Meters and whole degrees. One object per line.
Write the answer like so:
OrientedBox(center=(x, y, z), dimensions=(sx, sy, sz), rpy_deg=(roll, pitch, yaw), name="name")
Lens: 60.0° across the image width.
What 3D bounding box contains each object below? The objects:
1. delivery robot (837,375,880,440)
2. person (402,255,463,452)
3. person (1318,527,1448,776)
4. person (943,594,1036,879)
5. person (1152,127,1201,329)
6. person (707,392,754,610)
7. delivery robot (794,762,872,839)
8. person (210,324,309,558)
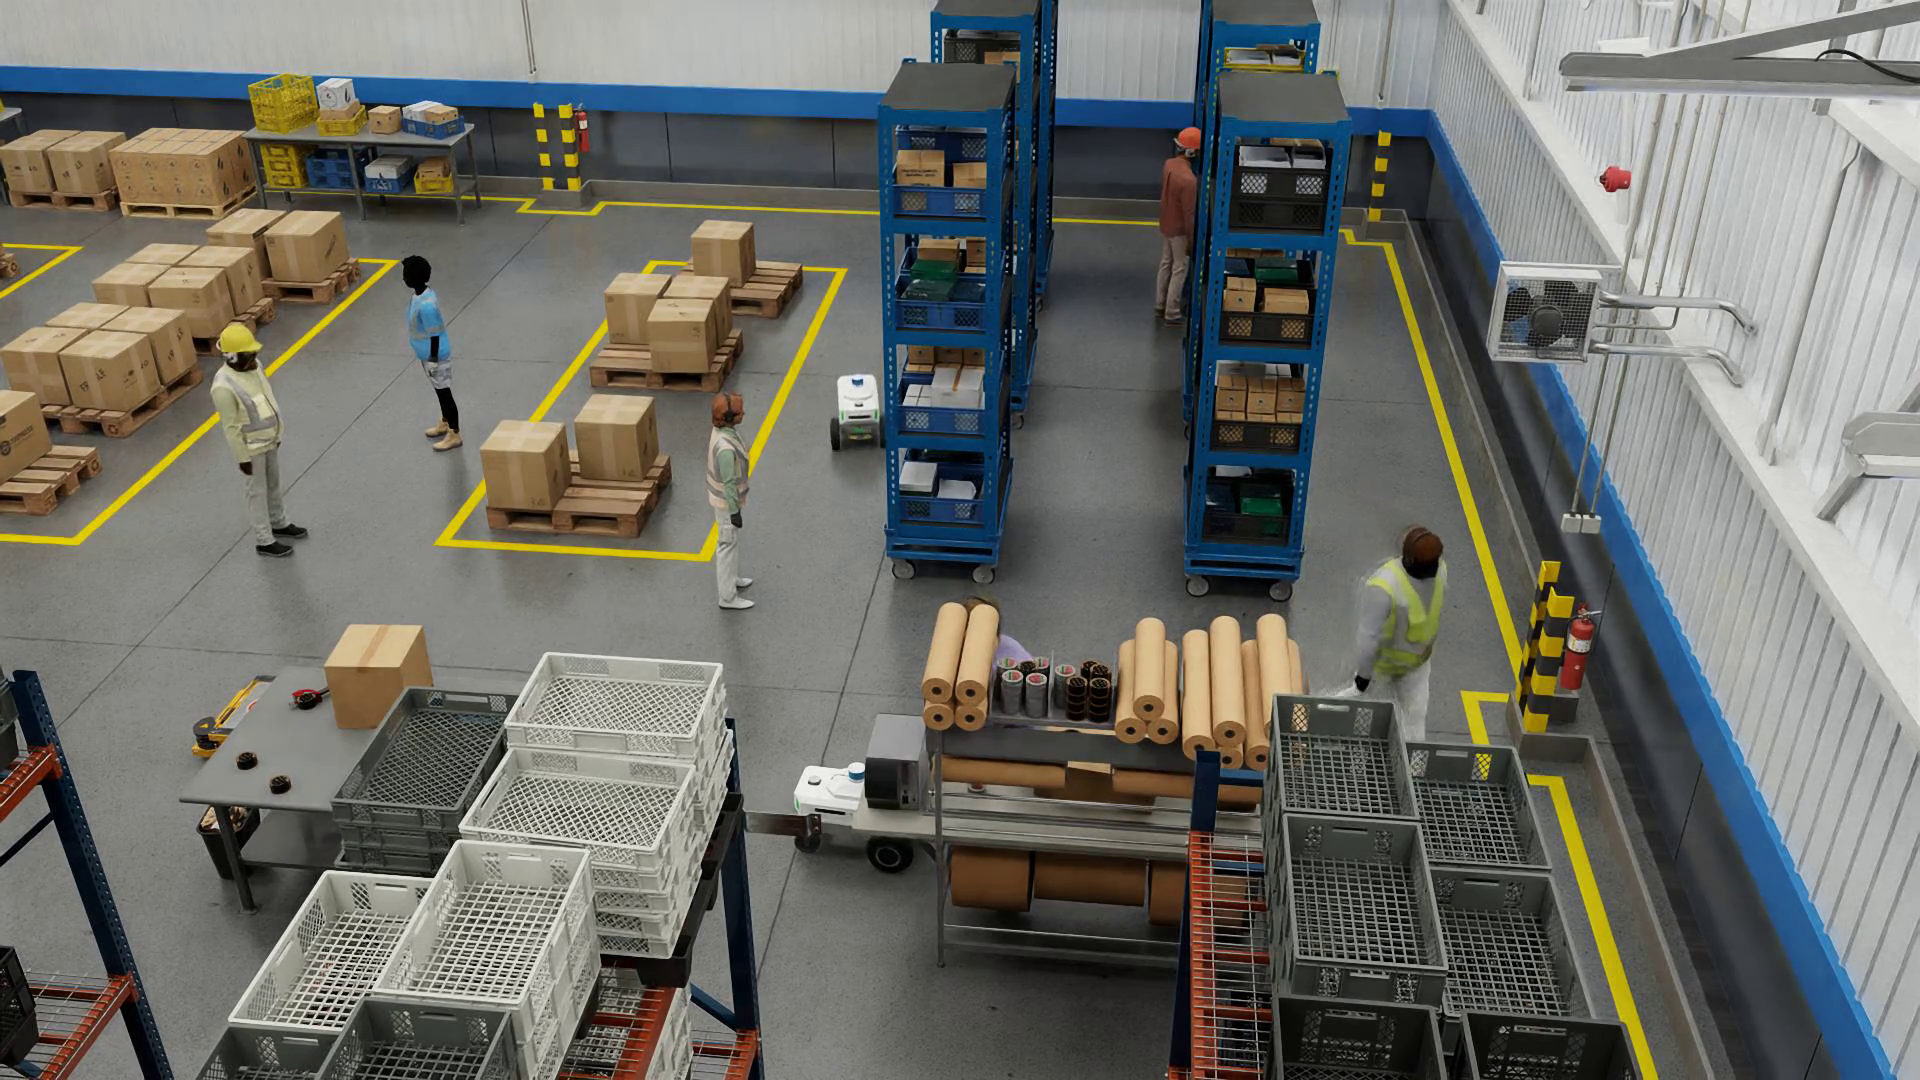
OrientedBox(center=(-0.877, -1.184, 14.309), dimensions=(0.477, 0.478, 0.707), rpy_deg=(-3, 30, -4), name="delivery robot")
OrientedBox(center=(-4.434, -1.575, 13.944), dimensions=(0.318, 1.696, 0.532), rpy_deg=(-13, 33, -21), name="person")
OrientedBox(center=(2.573, 0.645, 10.043), dimensions=(0.663, 1.799, 0.907), rpy_deg=(-18, 35, -28), name="person")
OrientedBox(center=(0.139, 1.107, 9.113), dimensions=(0.629, 1.930, 0.371), rpy_deg=(18, 35, 28), name="person")
OrientedBox(center=(2.146, -3.037, 16.178), dimensions=(0.410, 1.979, 0.629), rpy_deg=(-8, 31, -14), name="person")
OrientedBox(center=(-1.625, -0.283, 11.791), dimensions=(0.317, 1.633, 0.516), rpy_deg=(-4, 31, -8), name="person")
OrientedBox(center=(-0.595, 1.515, 9.675), dimensions=(0.707, 0.478, 0.477), rpy_deg=(6, 31, 10), name="delivery robot")
OrientedBox(center=(-5.243, -0.752, 12.409), dimensions=(0.403, 1.827, 0.593), rpy_deg=(2, 30, 4), name="person")
